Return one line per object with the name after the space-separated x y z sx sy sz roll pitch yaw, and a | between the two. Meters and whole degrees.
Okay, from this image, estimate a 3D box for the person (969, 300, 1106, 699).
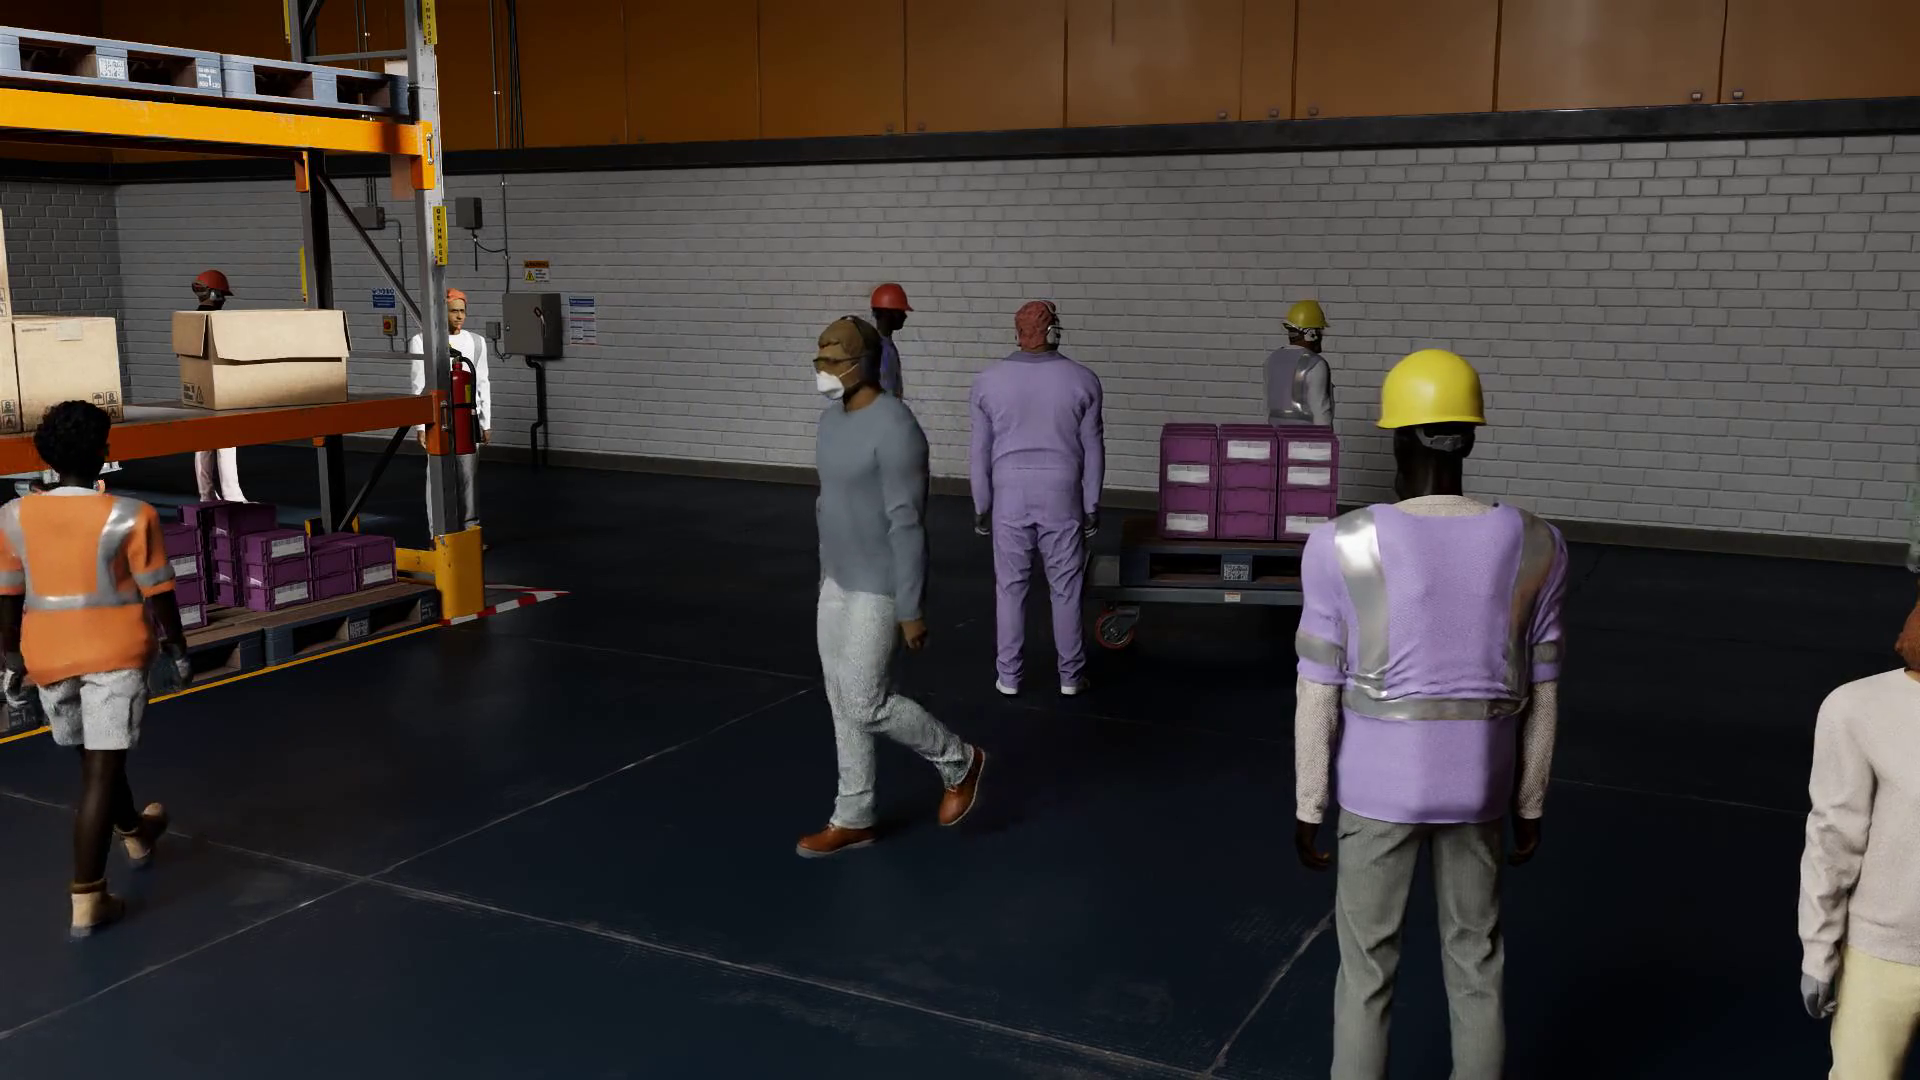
0.370 -0.185 7.950 0.643 1.905 0.400 1 10 7 | person

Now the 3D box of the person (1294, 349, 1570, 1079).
1.024 0.540 3.710 0.588 1.918 0.397 0 10 -2 | person

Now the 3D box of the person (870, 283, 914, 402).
-0.513 -0.807 11.515 0.482 1.919 0.553 1 10 5 | person

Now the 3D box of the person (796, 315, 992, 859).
-0.256 0.172 5.840 0.610 1.923 0.636 -5 11 -28 | person

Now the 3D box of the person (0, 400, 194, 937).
-2.774 0.371 5.419 0.552 1.650 0.842 0 10 1 | person

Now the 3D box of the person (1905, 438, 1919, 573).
4.580 0.038 7.489 0.552 1.616 0.404 2 10 14 | person

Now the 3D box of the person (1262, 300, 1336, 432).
2.165 -0.600 10.552 0.404 1.832 0.598 -5 11 -26 | person

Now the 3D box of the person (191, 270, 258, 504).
-6.071 -1.203 13.600 0.611 1.986 0.393 5 11 28 | person

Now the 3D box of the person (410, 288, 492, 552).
-3.590 -0.836 11.788 0.575 1.880 0.359 -8 13 -40 | person

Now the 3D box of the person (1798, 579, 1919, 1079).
1.825 0.793 3.096 0.491 1.626 0.282 3 10 18 | person
